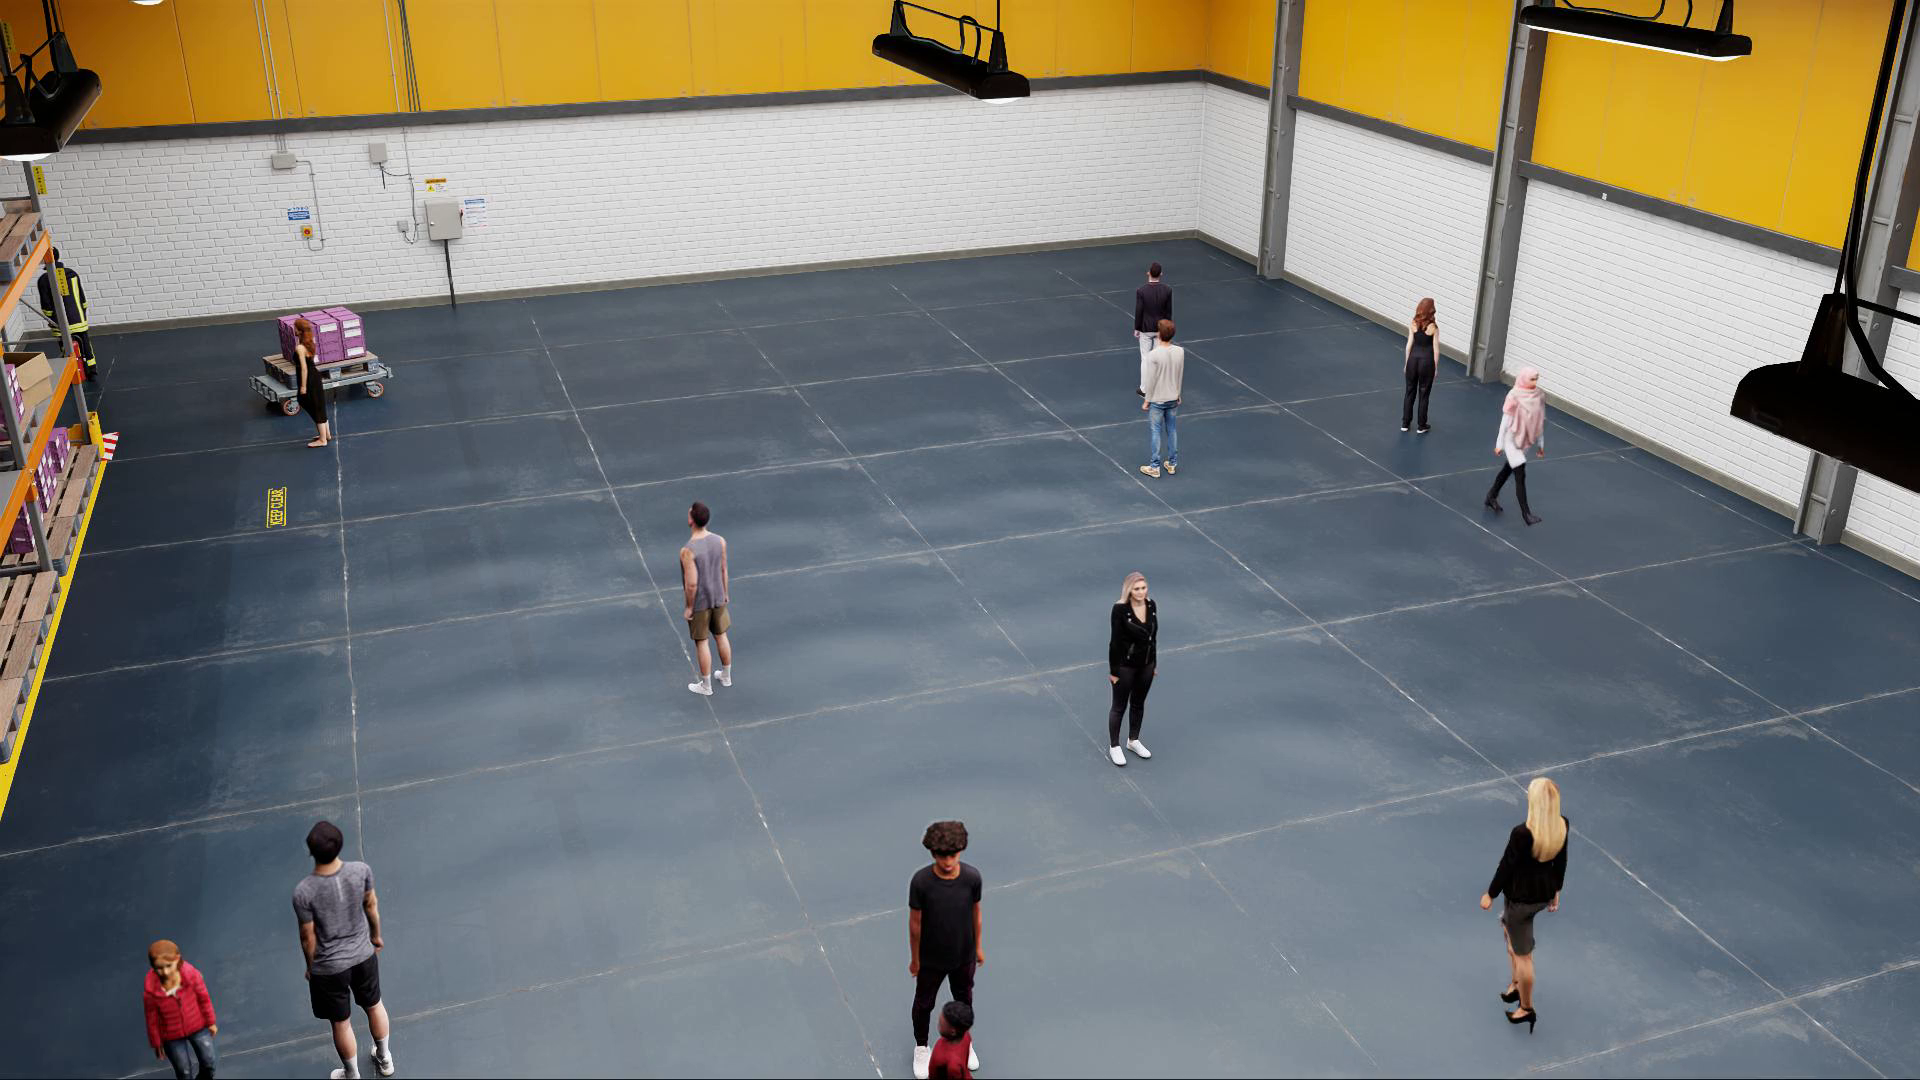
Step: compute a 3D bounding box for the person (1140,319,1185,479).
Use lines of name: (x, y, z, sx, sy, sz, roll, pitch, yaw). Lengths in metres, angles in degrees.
person: (2.411, -1.677, 19.691, 0.659, 1.904, 0.590, -10, 26, -22)

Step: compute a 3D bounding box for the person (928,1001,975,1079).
person: (-0.019, 3.144, 9.474, 0.636, 1.256, 0.539, 3, 24, 7)

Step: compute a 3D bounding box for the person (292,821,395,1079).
person: (-3.743, 2.530, 10.109, 0.712, 1.871, 0.734, 22, 32, 40)

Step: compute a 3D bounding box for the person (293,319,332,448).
person: (-8.086, -1.966, 20.702, 0.702, 1.624, 0.587, -1, 24, -3)

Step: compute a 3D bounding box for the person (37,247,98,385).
person: (-12.320, -3.100, 22.921, 0.913, 1.926, 0.896, 15, 28, 30)

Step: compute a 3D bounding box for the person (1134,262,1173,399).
person: (2.593, -2.831, 22.407, 0.711, 1.844, 0.653, -2, 24, -4)

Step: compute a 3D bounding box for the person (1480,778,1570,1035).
person: (3.667, 2.364, 10.542, 0.688, 1.828, 0.727, -15, 28, -31)

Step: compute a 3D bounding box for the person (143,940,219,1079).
person: (-4.653, 2.903, 9.955, 0.573, 1.310, 0.605, -14, 27, -29)

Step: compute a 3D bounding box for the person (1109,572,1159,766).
person: (1.424, 1.040, 13.749, 0.638, 1.686, 0.561, -12, 26, -25)

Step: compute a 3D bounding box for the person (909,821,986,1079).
person: (-0.084, 2.503, 10.284, 0.644, 1.781, 0.570, -6, 24, -13)

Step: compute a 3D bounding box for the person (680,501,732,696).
person: (-2.271, 0.520, 14.828, 0.713, 1.845, 0.710, 22, 32, 40)

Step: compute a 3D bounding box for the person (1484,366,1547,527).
person: (6.138, -1.071, 18.494, 0.662, 1.753, 1.178, -9, 25, -20)

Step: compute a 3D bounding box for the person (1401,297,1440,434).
person: (5.850, -2.229, 21.151, 0.639, 1.747, 0.728, 15, 28, 31)
